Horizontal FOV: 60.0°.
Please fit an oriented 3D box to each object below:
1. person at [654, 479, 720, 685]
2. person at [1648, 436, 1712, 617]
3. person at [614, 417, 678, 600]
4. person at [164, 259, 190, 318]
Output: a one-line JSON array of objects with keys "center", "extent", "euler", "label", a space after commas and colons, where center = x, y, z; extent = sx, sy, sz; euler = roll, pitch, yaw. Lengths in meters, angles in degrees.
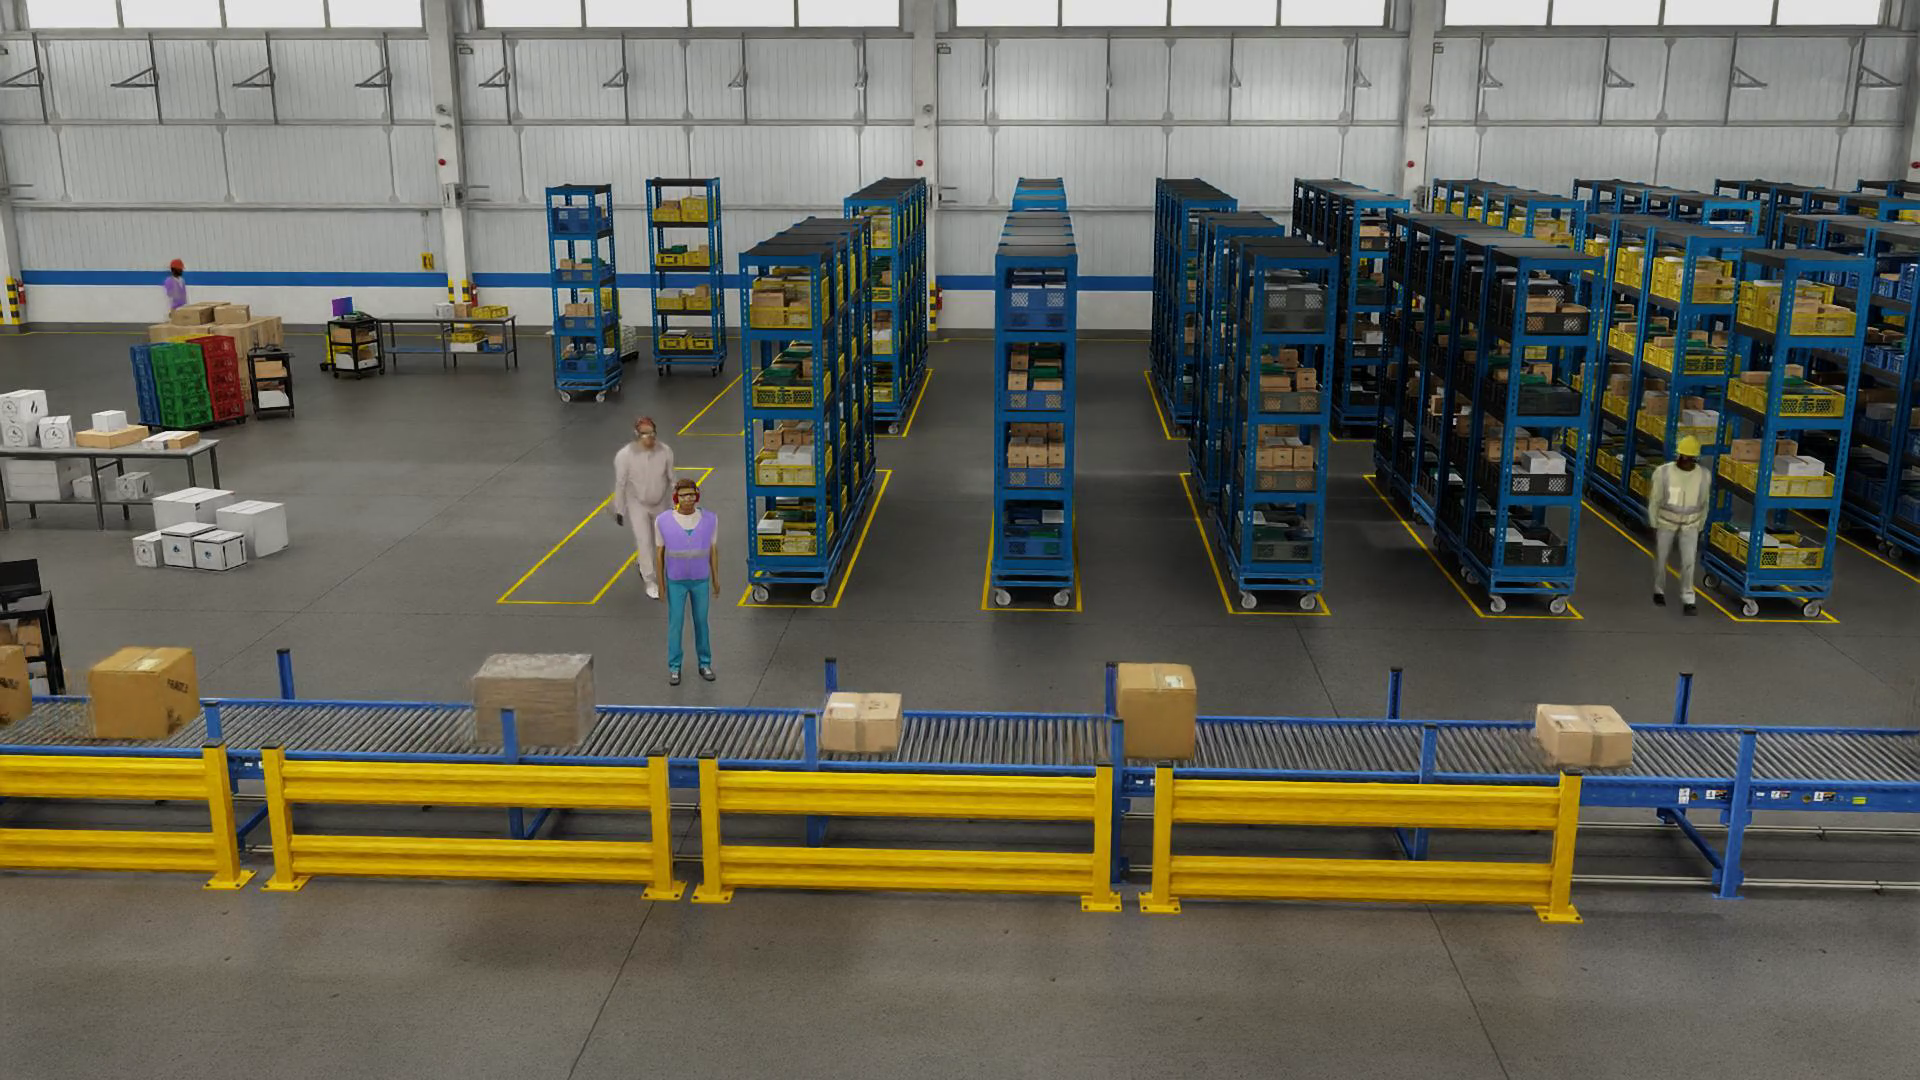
[{"center": [-2.404, 0.354, 14.720], "extent": [0.567, 1.850, 0.389], "euler": [-5, 16, -19], "label": "person"}, {"center": [7.197, -0.137, 16.651], "extent": [0.591, 1.796, 0.857], "euler": [4, 15, 13], "label": "person"}, {"center": [-3.296, -0.387, 17.442], "extent": [0.657, 1.877, 0.905], "euler": [-10, 18, -33], "label": "person"}, {"center": [-15.463, -4.606, 32.986], "extent": [0.398, 1.920, 0.556], "euler": [2, 15, 8], "label": "person"}]
